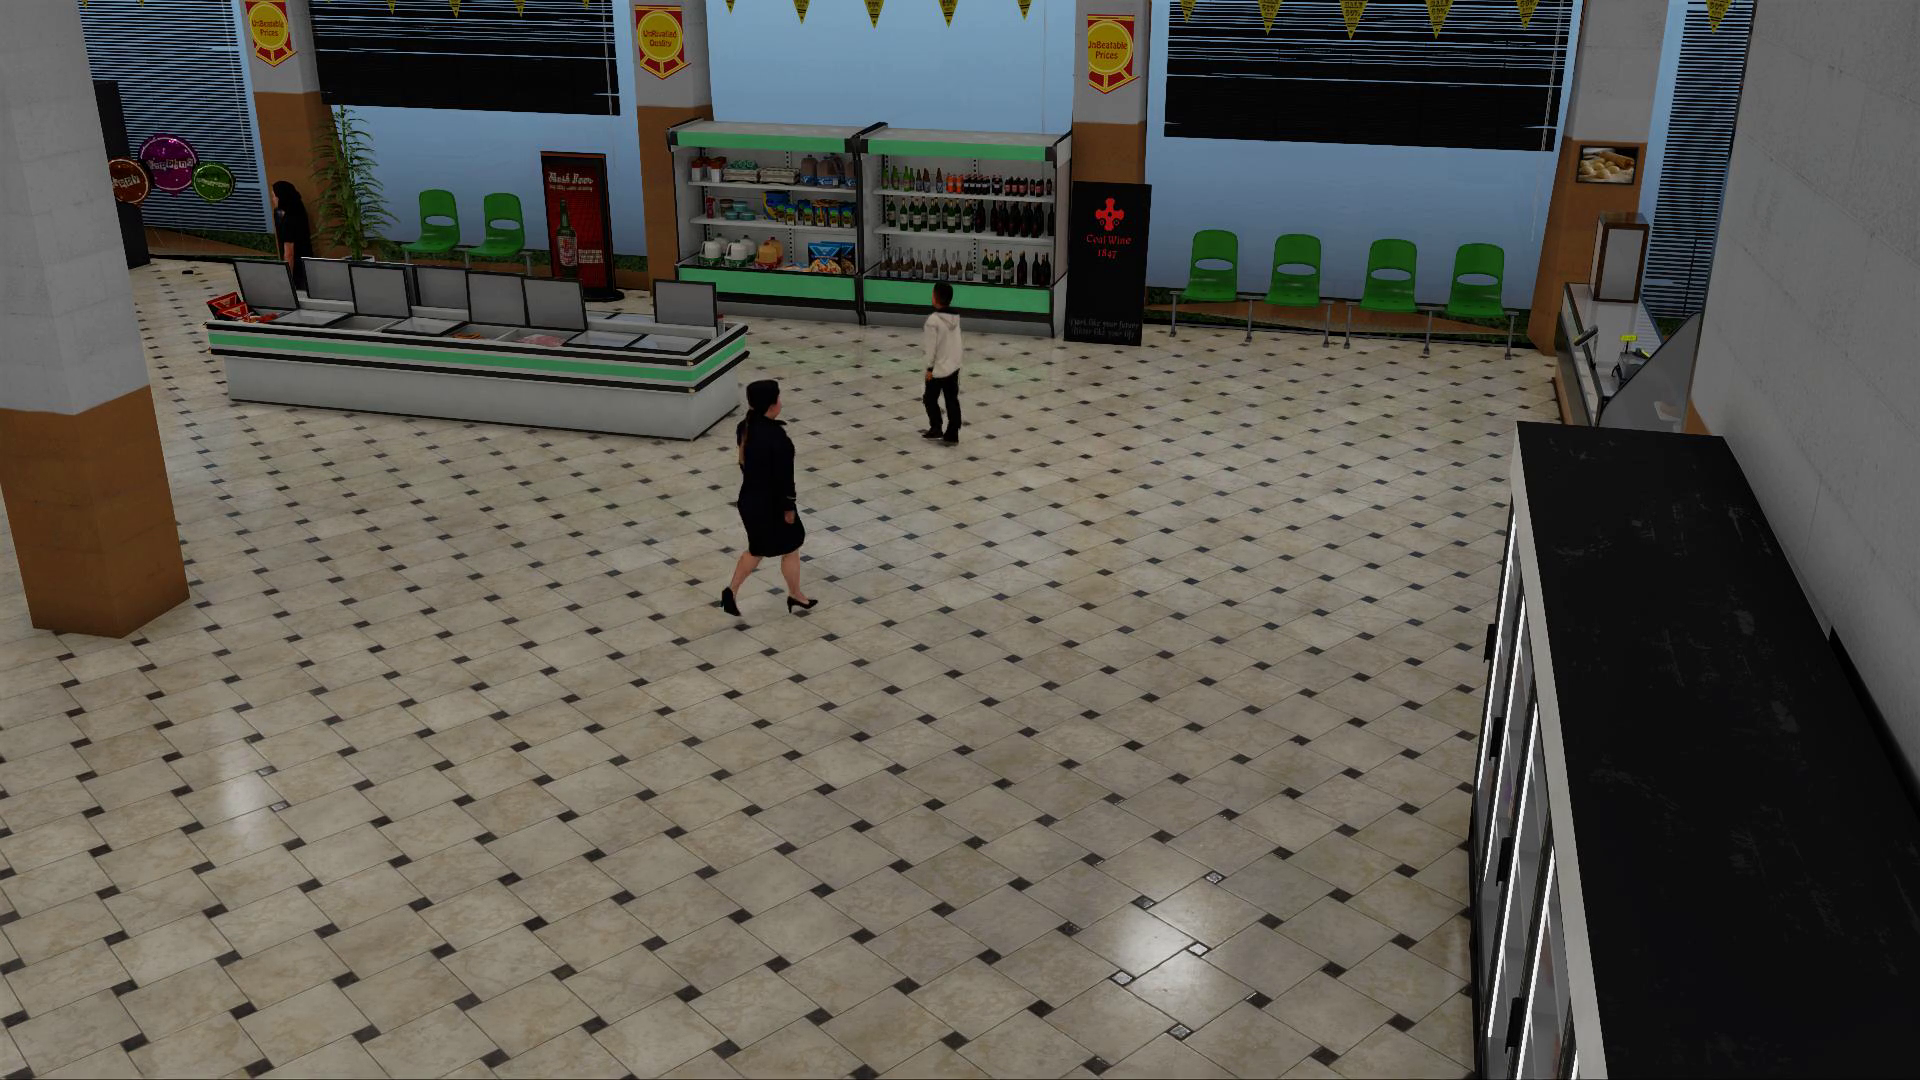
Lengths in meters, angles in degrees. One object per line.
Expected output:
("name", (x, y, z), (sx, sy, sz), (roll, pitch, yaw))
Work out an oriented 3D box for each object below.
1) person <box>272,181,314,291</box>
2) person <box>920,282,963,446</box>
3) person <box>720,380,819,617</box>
("person", (-6.801, -2.798, 17.169), (0.603, 1.829, 0.675), (1, 22, 2))
("person", (-0.098, -1.509, 14.480), (0.700, 1.443, 0.724), (-20, 30, -41))
("person", (-1.323, -0.222, 10.994), (1.058, 1.653, 1.049), (-19, 28, -38))
